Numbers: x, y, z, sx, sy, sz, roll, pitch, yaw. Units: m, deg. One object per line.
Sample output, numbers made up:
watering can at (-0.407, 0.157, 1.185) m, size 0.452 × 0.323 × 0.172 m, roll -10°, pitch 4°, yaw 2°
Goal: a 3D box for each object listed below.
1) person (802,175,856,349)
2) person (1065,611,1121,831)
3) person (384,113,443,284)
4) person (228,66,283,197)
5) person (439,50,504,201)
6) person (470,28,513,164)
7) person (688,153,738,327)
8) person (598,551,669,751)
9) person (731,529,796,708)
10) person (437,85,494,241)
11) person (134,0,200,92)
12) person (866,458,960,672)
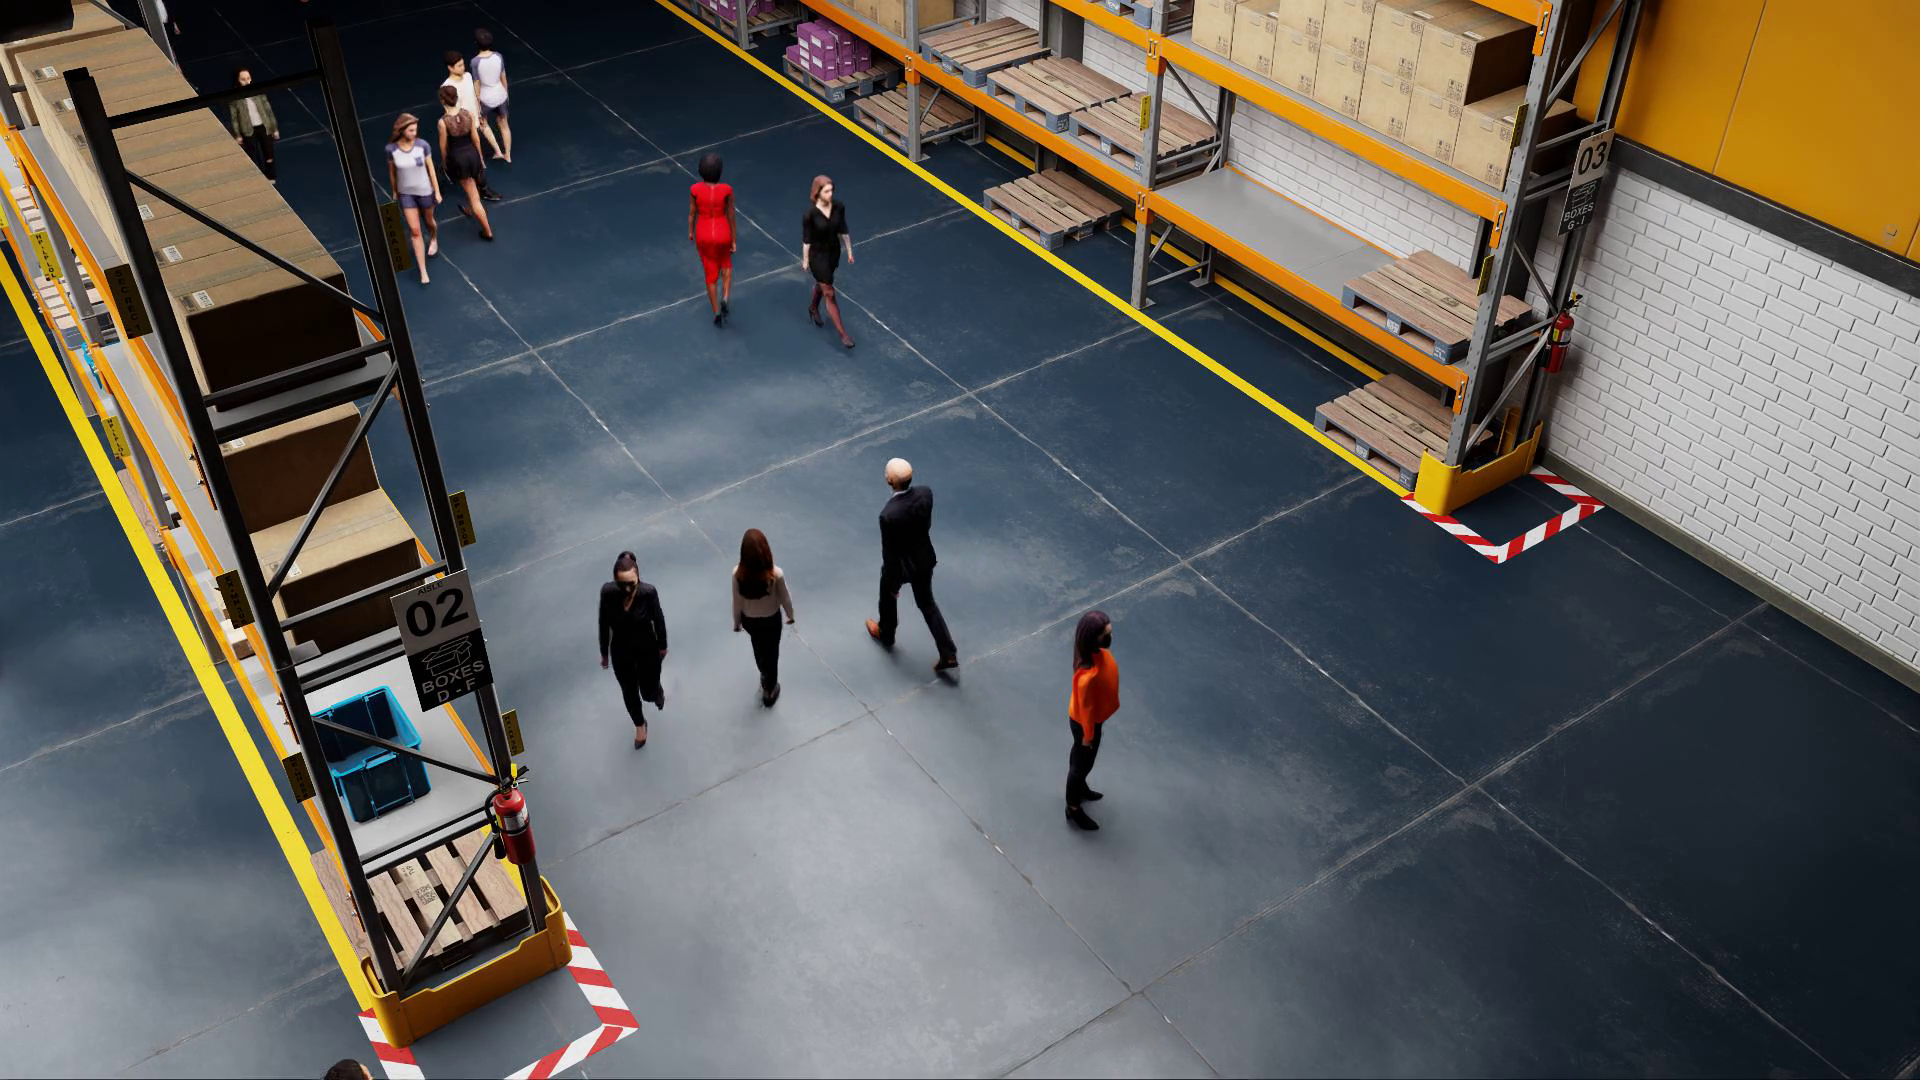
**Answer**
person at (-1.318, -2.676, 15.673) m, size 0.633 × 1.659 × 1.060 m, roll -26°, pitch 45°, yaw -29°
person at (0.834, 1.143, 10.819) m, size 0.758 × 1.749 × 0.703 m, roll 7°, pitch 39°, yaw 9°
person at (-5.445, -3.506, 16.702) m, size 0.900 × 1.673 × 1.176 m, roll -7°, pitch 39°, yaw -9°
person at (-7.655, -4.444, 18.037) m, size 0.597 × 1.472 × 0.532 m, roll -24°, pitch 44°, yaw -27°
person at (-5.387, -4.469, 17.889) m, size 1.085 × 1.696 × 0.983 m, roll 10°, pitch 40°, yaw 13°
person at (-5.200, -4.925, 18.576) m, size 0.592 × 1.551 × 0.572 m, roll -27°, pitch 46°, yaw -30°
person at (-2.320, -2.791, 15.761) m, size 0.746 × 1.729 × 0.787 m, roll -8°, pitch 39°, yaw -10°
person at (-2.207, 0.719, 11.389) m, size 0.795 × 1.699 × 0.858 m, roll 4°, pitch 39°, yaw 5°
person at (-1.409, 0.605, 11.716) m, size 0.710 × 1.470 × 0.761 m, roll 3°, pitch 39°, yaw 3°
person at (-5.067, -3.857, 17.162) m, size 1.031 × 1.647 × 0.686 m, roll 31°, pitch 48°, yaw 32°
person at (-9.825, -6.266, 20.283) m, size 1.111 × 1.516 × 0.850 m, roll 20°, pitch 43°, yaw 23°
person at (-0.317, 0.203, 11.968) m, size 0.712 × 1.785 × 1.166 m, roll -27°, pitch 46°, yaw -30°
